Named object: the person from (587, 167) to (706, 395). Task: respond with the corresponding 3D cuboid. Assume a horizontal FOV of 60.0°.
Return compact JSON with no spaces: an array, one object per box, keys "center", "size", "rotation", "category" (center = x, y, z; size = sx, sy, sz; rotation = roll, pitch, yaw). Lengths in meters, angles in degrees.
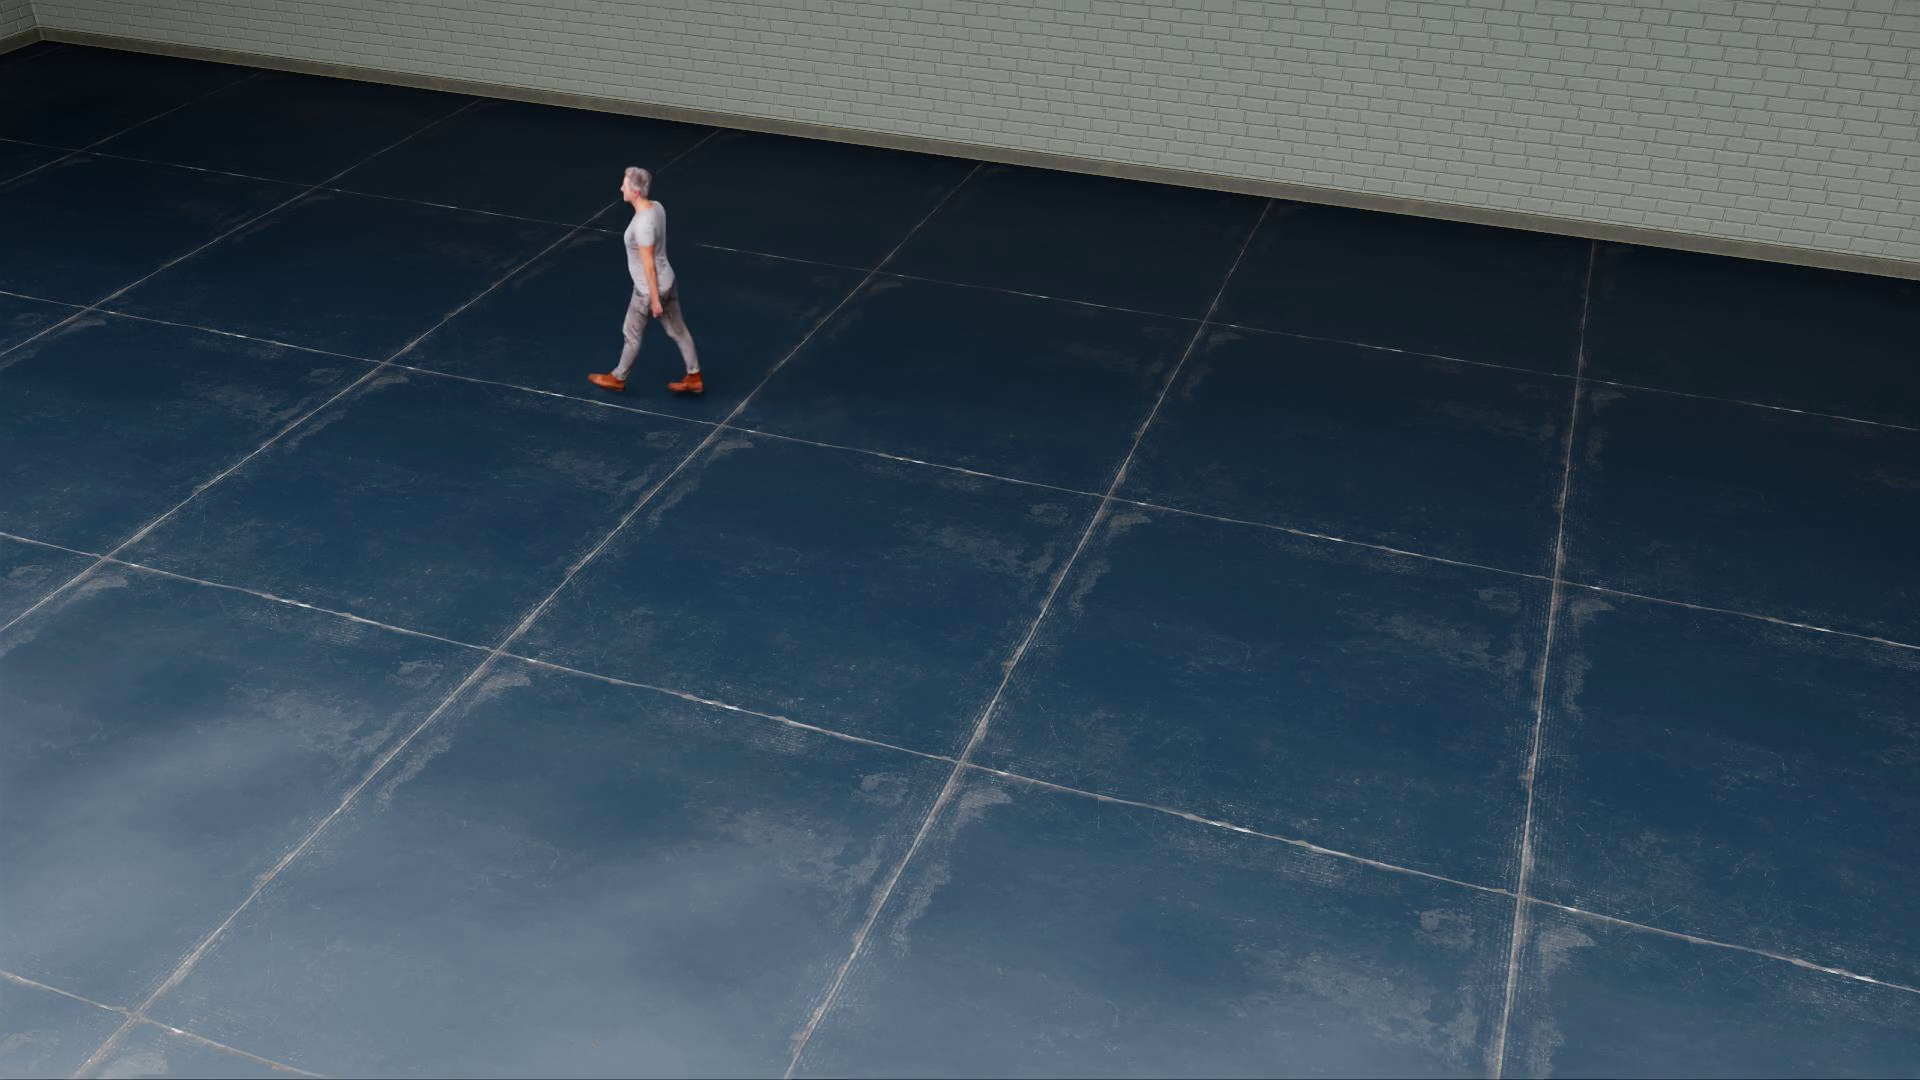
[{"center":[-2.177,-1.871,12.370],"size":[0.949,1.788,1.133],"rotation":[3,33,5],"category":"person"}]
